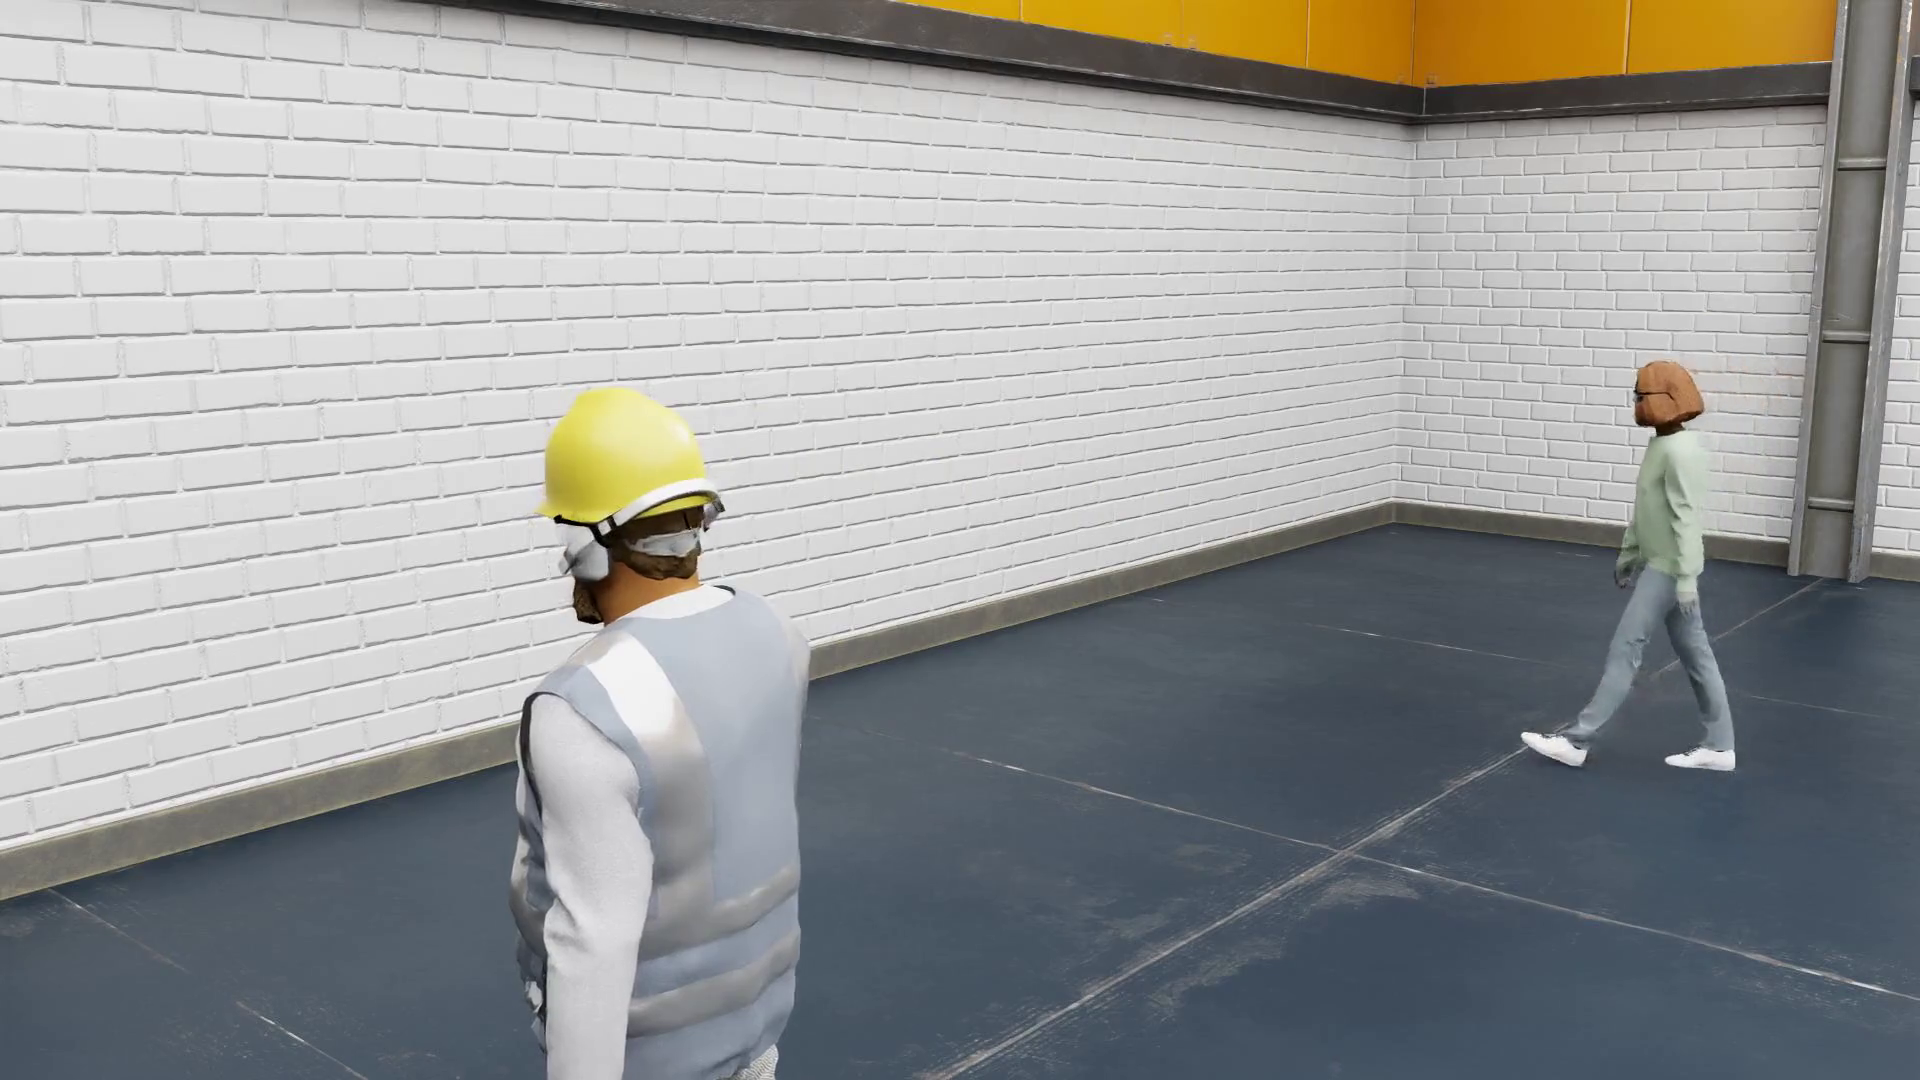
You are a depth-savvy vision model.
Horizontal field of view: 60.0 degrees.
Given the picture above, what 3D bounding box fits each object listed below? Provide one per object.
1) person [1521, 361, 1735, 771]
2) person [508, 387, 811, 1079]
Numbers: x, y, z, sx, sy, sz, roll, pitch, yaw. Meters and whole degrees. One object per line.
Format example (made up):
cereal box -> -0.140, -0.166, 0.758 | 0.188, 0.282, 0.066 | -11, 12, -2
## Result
person -> 2.639, 0.113, 6.414 | 0.837, 1.588, 0.528 | 3, 10, 16
person -> -0.442, 0.692, 2.444 | 0.403, 1.828, 0.597 | 4, 11, 22
